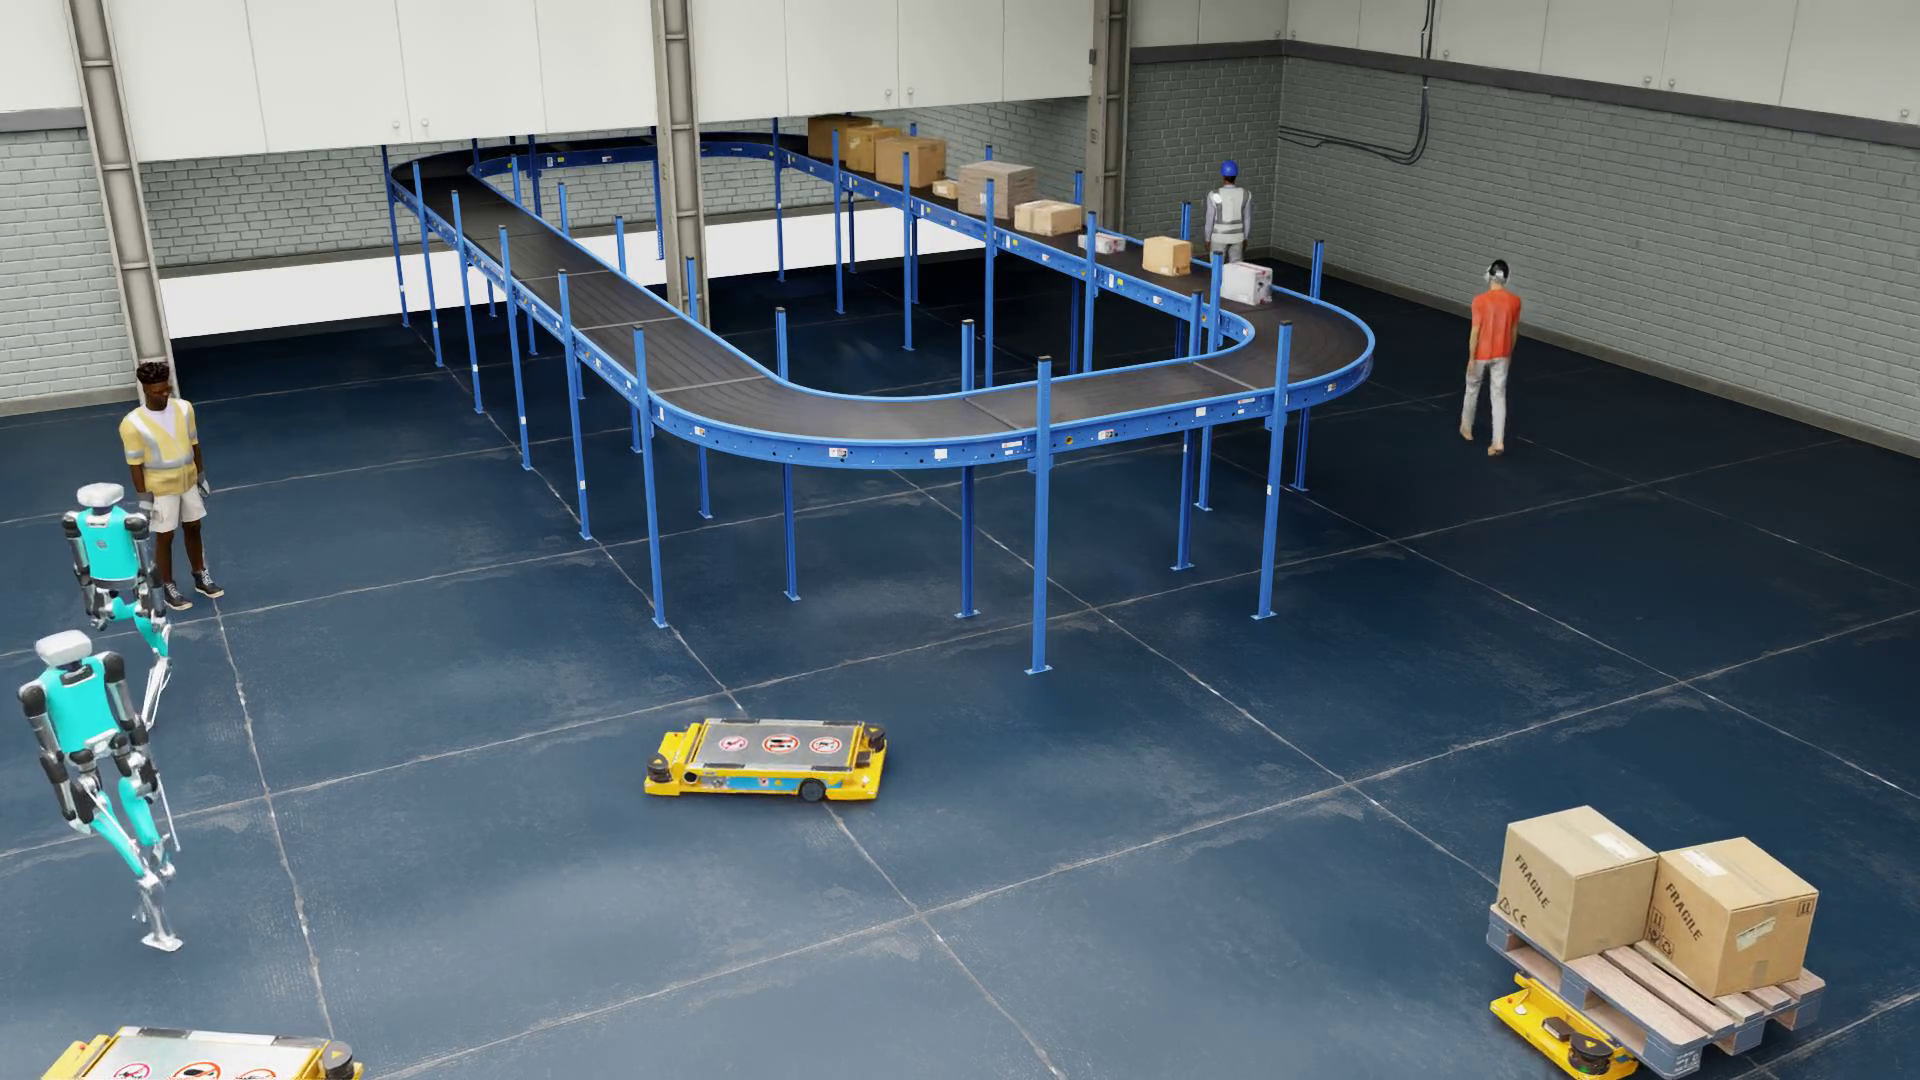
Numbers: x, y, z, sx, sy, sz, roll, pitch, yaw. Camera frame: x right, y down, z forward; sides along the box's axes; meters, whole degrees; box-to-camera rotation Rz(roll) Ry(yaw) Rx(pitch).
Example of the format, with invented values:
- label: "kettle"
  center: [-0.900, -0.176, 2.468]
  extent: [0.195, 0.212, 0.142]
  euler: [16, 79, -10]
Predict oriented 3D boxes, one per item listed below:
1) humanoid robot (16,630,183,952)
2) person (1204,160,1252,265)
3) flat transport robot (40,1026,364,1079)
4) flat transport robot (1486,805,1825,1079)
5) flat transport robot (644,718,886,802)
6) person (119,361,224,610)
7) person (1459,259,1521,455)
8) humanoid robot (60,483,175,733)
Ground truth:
- label: "humanoid robot"
  center: [-4.293, 1.367, 8.597]
  extent: [0.826, 1.788, 0.545]
  euler: [14, 26, 32]
- label: "person"
  center: [3.389, -3.831, 21.106]
  extent: [0.604, 1.950, 0.381]
  euler: [-4, 22, -9]
- label: "flat transport robot"
  center: [-3.556, 2.542, 7.591]
  extent: [1.431, 0.231, 0.659]
  euler: [2, 22, 5]
- label: "flat transport robot"
  center: [3.416, 2.263, 8.282]
  extent: [1.431, 0.231, 0.659]
  euler: [-10, 24, -24]
- label: "flat transport robot"
  center: [-1.207, 1.380, 10.463]
  extent: [1.431, 0.231, 0.659]
  euler: [1, 22, 3]
- label: "person"
  center: [-6.016, -0.423, 12.681]
  extent: [0.383, 1.958, 0.596]
  euler: [12, 25, 27]
- label: "person"
  center: [5.159, -1.790, 16.159]
  extent: [0.479, 1.875, 0.911]
  euler: [2, 22, 6]
- label: "humanoid robot"
  center: [-5.449, 0.367, 11.086]
  extent: [0.546, 1.770, 1.028]
  euler: [0, 22, 0]
